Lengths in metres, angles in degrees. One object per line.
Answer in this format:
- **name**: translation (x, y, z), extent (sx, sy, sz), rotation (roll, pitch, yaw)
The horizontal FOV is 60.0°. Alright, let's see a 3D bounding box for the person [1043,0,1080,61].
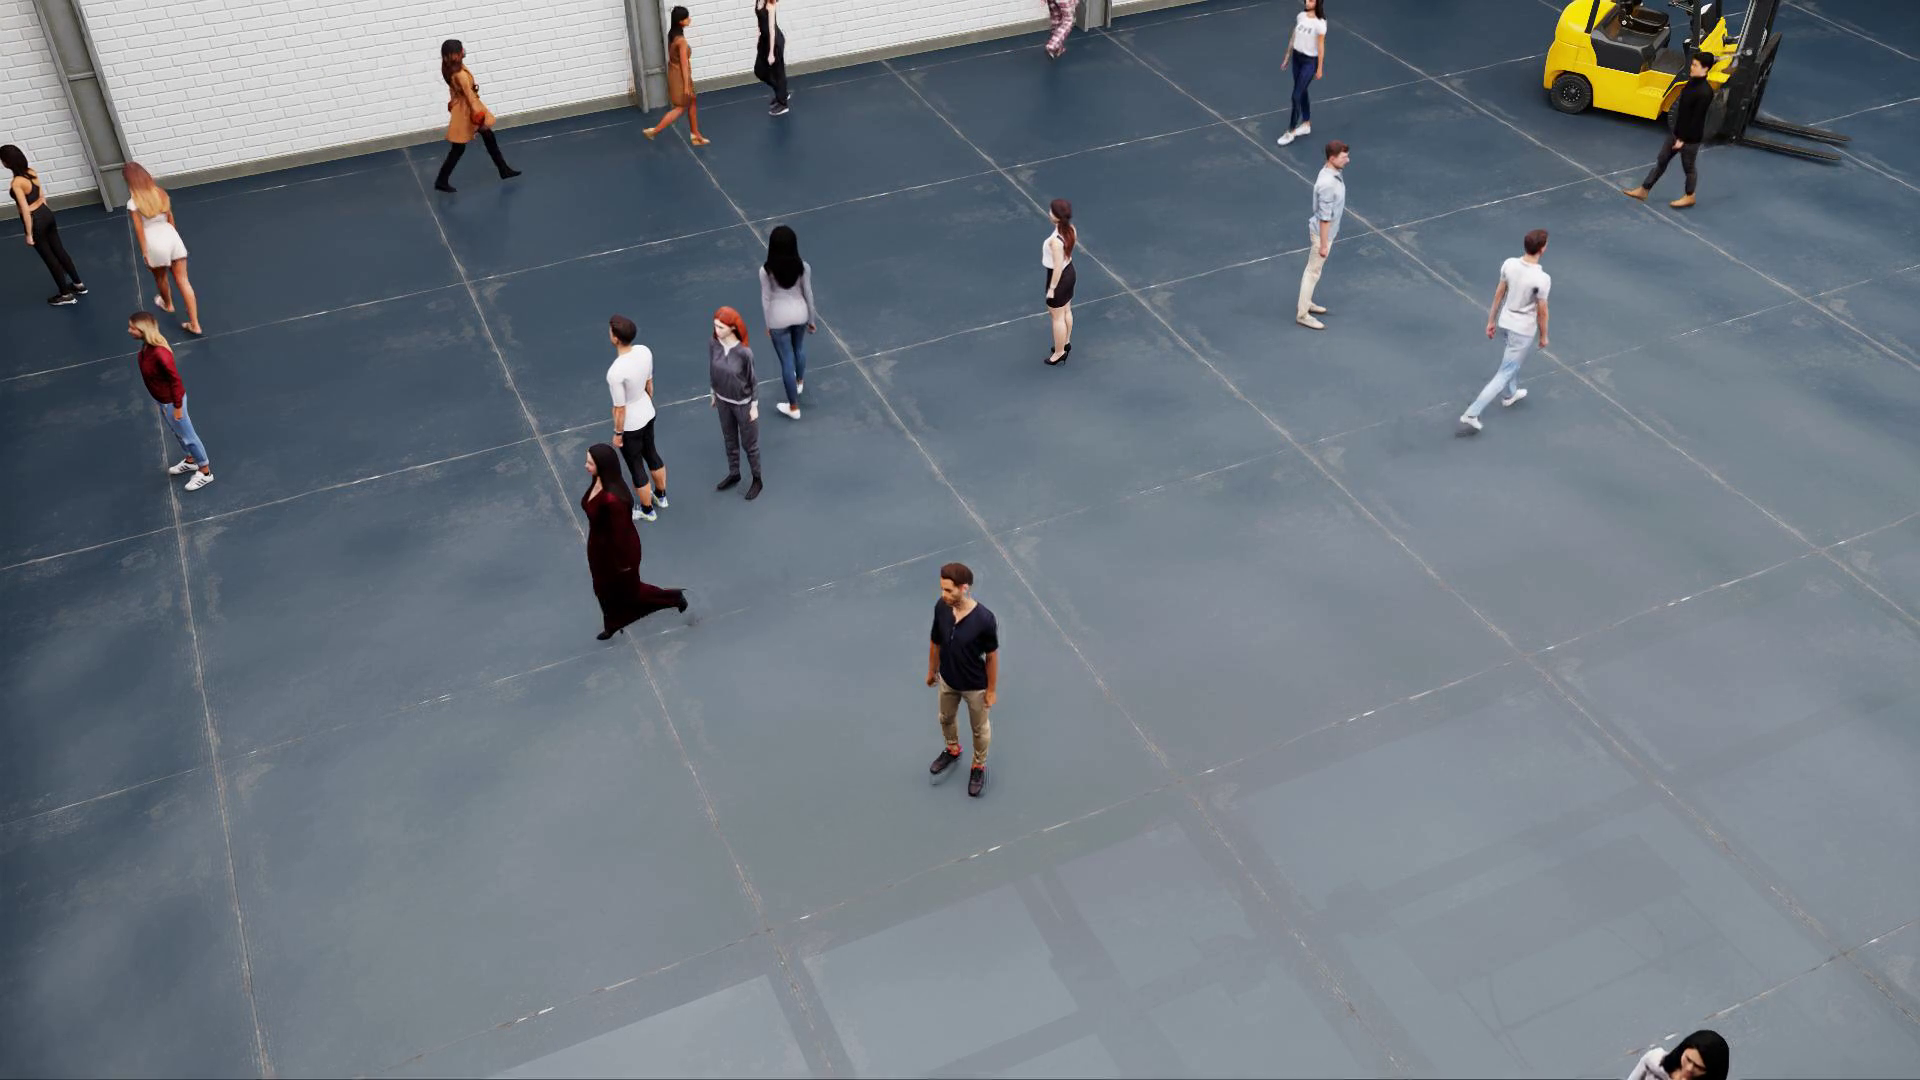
- **person**: translation (1.222, -6.772, 20.672), extent (0.882, 1.690, 0.978), rotation (23, 44, 26)

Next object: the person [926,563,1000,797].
- **person**: translation (0.043, 0.906, 10.931), extent (0.752, 1.848, 0.774), rotation (13, 41, 16)

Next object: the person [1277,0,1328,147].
- **person**: translation (3.989, -5.417, 18.923), extent (0.825, 1.755, 0.627), rotation (-19, 42, -22)

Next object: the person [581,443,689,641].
- **person**: translation (-2.419, 0.032, 12.115), extent (0.943, 1.737, 0.685), rotation (-18, 42, -21)

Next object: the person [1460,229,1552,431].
- **person**: translation (4.729, -1.770, 14.309), extent (1.202, 1.815, 0.707), rotation (-19, 42, -22)

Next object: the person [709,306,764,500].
- **person**: translation (-1.823, -1.126, 13.530), extent (0.656, 1.781, 0.677), rotation (19, 42, 22)

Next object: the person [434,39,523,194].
- **person**: translation (-5.381, -4.490, 17.832), extent (1.187, 1.669, 0.719), rotation (-17, 42, -21)

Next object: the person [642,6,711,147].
- **person**: translation (-3.209, -5.128, 18.638), extent (1.009, 1.659, 0.670), rotation (-15, 41, -18)

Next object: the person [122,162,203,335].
- **person**: translation (-7.418, -2.692, 15.601), extent (0.917, 1.642, 1.057), rotation (28, 46, 30)

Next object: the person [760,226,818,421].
- **person**: translation (-1.474, -1.865, 14.522), extent (0.802, 1.696, 0.672), rotation (-17, 42, -20)

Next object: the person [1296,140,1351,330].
- **person**: translation (3.427, -2.917, 15.720), extent (0.760, 1.846, 0.721), rotation (10, 40, 12)

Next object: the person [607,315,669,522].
- **person**: translation (-2.592, -0.973, 13.281), extent (0.808, 1.851, 0.723), rotation (16, 41, 19)

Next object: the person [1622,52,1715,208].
- **person**: translation (7.762, -4.306, 17.582), extent (1.116, 1.693, 0.888), rotation (-4, 39, -5)

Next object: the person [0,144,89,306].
- **person**: translation (-8.878, -3.055, 16.050), extent (0.680, 1.649, 0.660), rotation (3, 39, 4)

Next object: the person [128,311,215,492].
- **person**: translation (-6.516, -1.175, 13.709), extent (0.611, 1.634, 0.657), rotation (-27, 46, -30)

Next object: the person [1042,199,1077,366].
- **person**: translation (0.911, -2.356, 15.175), extent (0.693, 1.649, 0.631), rotation (13, 40, 16)

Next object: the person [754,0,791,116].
- **person**: translation (-2.118, -5.837, 19.469), extent (0.696, 1.730, 0.663), rotation (-31, 48, -33)

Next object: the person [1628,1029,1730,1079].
- **person**: translation (3.583, 2.988, 8.456), extent (1.063, 1.683, 0.779), rotation (-28, 47, -31)
